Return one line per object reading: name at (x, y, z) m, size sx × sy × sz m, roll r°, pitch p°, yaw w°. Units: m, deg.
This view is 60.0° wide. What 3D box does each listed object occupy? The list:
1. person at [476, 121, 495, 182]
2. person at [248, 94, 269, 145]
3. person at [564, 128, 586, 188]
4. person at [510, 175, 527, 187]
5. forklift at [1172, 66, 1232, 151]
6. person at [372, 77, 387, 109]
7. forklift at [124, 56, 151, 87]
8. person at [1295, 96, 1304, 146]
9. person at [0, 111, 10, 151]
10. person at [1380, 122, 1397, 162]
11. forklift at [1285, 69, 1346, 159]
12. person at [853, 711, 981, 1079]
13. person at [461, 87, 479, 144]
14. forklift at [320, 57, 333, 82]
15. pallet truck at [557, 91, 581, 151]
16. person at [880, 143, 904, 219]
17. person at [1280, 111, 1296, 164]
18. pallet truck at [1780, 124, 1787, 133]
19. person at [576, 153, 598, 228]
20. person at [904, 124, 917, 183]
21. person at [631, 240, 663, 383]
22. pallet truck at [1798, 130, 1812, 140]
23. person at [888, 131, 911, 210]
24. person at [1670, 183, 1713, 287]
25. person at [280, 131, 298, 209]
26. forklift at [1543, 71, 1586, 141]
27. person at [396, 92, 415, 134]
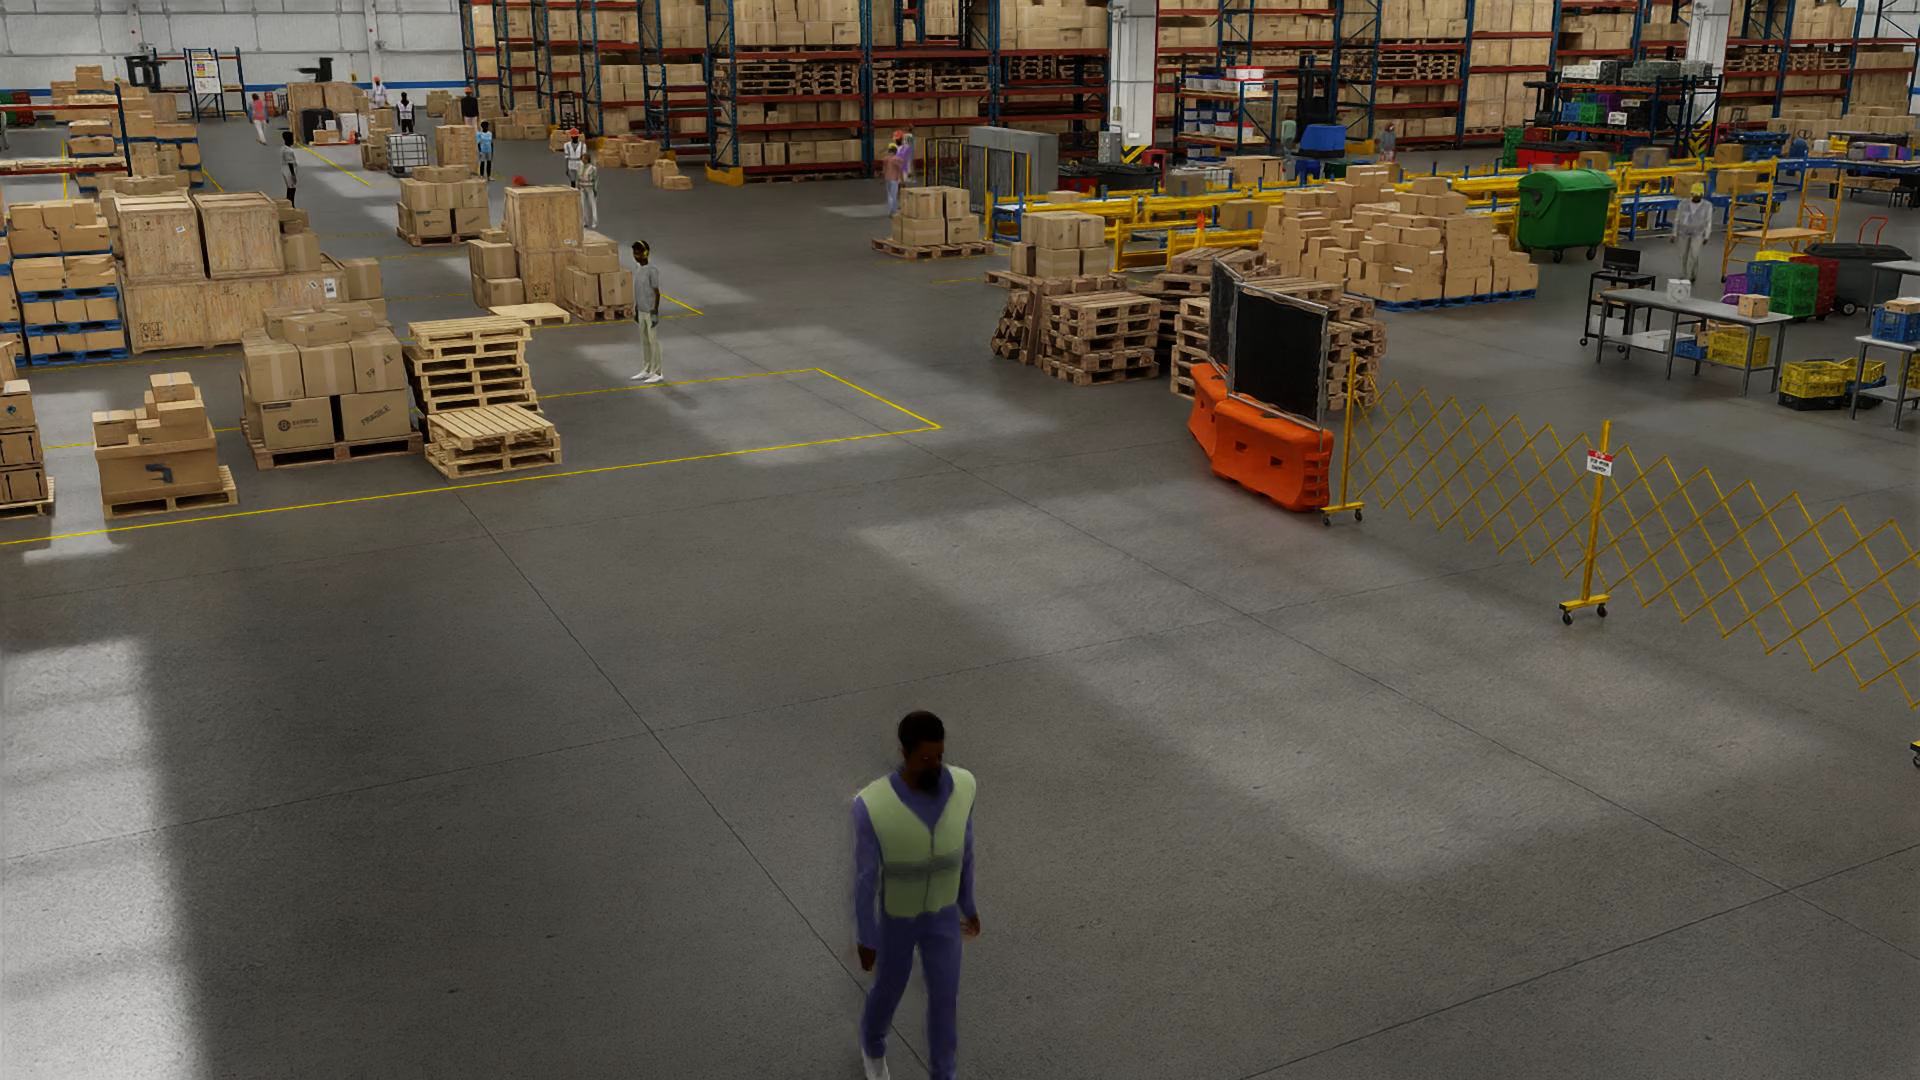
person at (-13.384, -10.961, 46.945) m, size 0.333 × 1.686 × 0.536 m, roll 14°, pitch 23°, yaw 38°
person at (-25.151, -15.063, 59.565) m, size 0.970 × 1.781 × 0.630 m, roll 15°, pitch 23°, yaw 39°
person at (-9.428, -9.143, 40.885) m, size 0.541 × 1.930 × 0.385 m, roll -2°, pitch 18°, yaw -7°
person at (-7.883, -5.580, 29.821) m, size 0.987 × 1.883 × 0.574 m, roll -1°, pitch 18°, yaw -4°
forklift at (8.278, -14.712, 56.702) m, size 1.873 × 2.768 × 1.129 m, roll -2°, pitch 18°, yaw -7°
person at (-24.932, -18.944, 71.502) m, size 0.542 × 1.896 × 0.988 m, roll 0°, pitch 18°, yaw -1°
forklift at (-33.746, -18.506, 68.527) m, size 1.873 × 2.768 × 1.129 m, roll 7°, pitch 19°, yaw 21°
person at (12.147, -14.885, 59.115) m, size 0.903 × 1.721 × 0.527 m, roll -13°, pitch 22°, yaw -35°
person at (-33.006, -14.306, 57.032) m, size 0.655 × 1.883 × 1.004 m, roll -5°, pitch 18°, yaw -15°
person at (12.293, -11.246, 47.932) m, size 0.494 × 1.612 × 0.695 m, roll -3°, pitch 18°, yaw -8°
forklift at (11.615, -13.871, 54.079) m, size 1.129 × 2.768 × 1.873 m, roll -9°, pitch 20°, yaw -27°
person at (-0.190, 1.634, 7.367) m, size 0.600 × 1.940 × 0.539 m, roll -10°, pitch 20°, yaw -28°
person at (-17.643, -15.288, 59.919) m, size 0.610 × 1.996 × 0.378 m, roll -7°, pitch 19°, yaw -21°
forklift at (-25.134, -17.789, 66.292) m, size 1.873 × 2.768 × 1.129 m, roll -9°, pitch 20°, yaw -26°
pallet truck at (-13.495, -14.412, 57.188) m, size 0.823 × 1.965 × 1.885 m, roll -3°, pitch 18°, yaw -9°
person at (-1.539, -8.363, 38.789) m, size 0.662 × 1.720 × 0.461 m, roll 15°, pitch 23°, yaw 40°
person at (10.279, -12.641, 52.271) m, size 0.534 × 1.616 × 0.484 m, roll -6°, pitch 19°, yaw -18°
pallet truck at (25.206, -12.542, 52.601) m, size 1.601 × 1.201 × 0.680 m, roll 0°, pitch 18°, yaw -2°
person at (-8.329, -7.814, 37.191) m, size 0.514 × 1.643 × 0.307 m, roll 6°, pitch 19°, yaw 17°
person at (-1.462, -10.840, 46.654) m, size 0.480 × 1.627 × 0.518 m, roll -8°, pitch 19°, yaw -23°
person at (-4.123, -2.992, 21.803) m, size 0.329 × 1.865 × 0.509 m, roll -16°, pitch 24°, yaw -40°
pallet truck at (25.526, -11.556, 49.408) m, size 1.630 × 1.274 × 0.653 m, roll -9°, pitch 20°, yaw -26°
person at (-1.500, -8.910, 40.183) m, size 0.544 × 1.892 × 0.932 m, roll 6°, pitch 19°, yaw 18°
person at (12.865, -5.372, 29.320) m, size 0.615 × 1.806 × 0.723 m, roll 10°, pitch 20°, yaw 29°
person at (-15.864, -8.680, 39.388) m, size 0.371 × 1.960 × 0.608 m, roll -11°, pitch 21°, yaw -31°
forklift at (18.685, -13.231, 52.085) m, size 1.873 × 2.768 × 1.129 m, roll -9°, pitch 20°, yaw -26°
person at (-19.399, -14.705, 58.246) m, size 0.592 × 1.910 × 0.380 m, roll -6°, pitch 19°, yaw -19°
